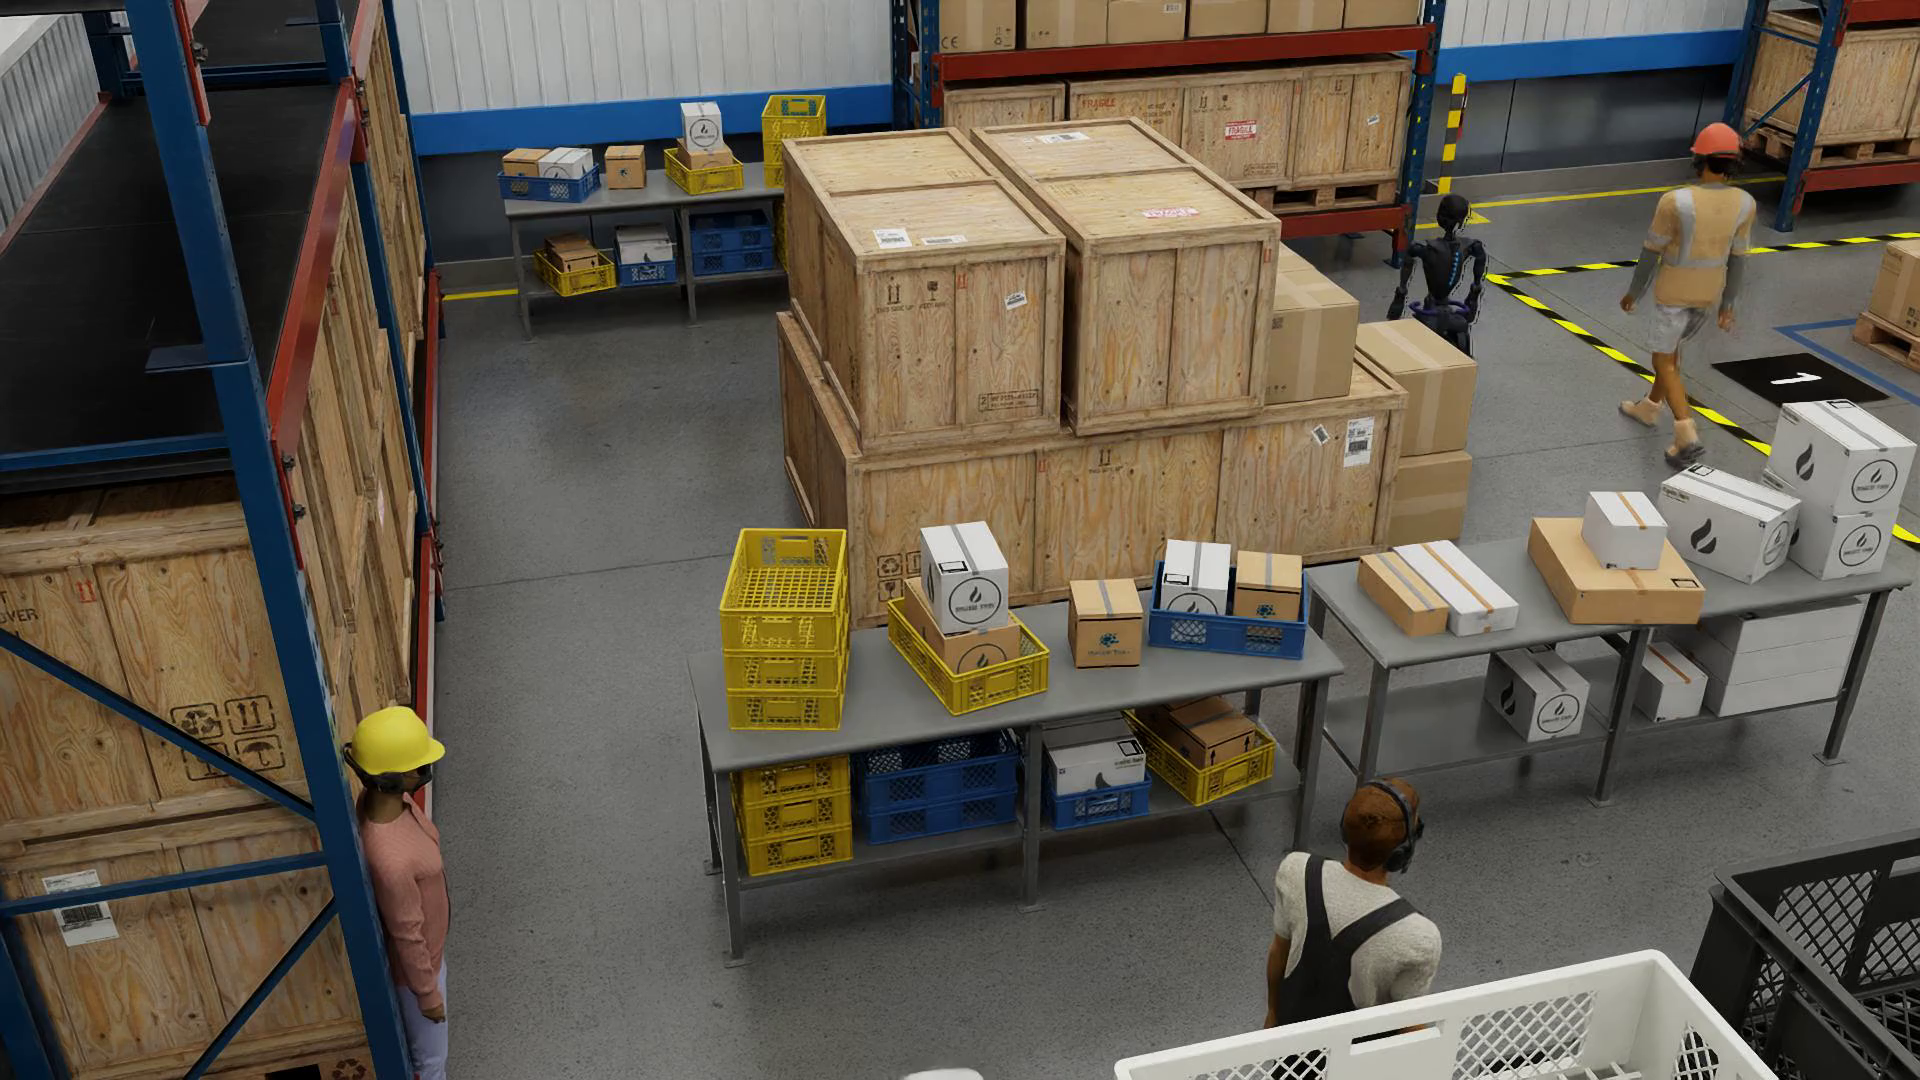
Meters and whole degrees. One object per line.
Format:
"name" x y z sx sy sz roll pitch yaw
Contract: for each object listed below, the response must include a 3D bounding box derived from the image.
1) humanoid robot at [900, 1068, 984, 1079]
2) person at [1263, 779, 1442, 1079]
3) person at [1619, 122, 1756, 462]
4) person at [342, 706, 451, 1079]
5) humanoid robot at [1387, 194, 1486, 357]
"humanoid robot" -0.312 2.024 3.945 1.013 1.729 0.531 -10 30 -17
"person" 1.100 1.467 4.836 0.506 1.836 0.332 23 36 35
"person" 4.411 -1.476 10.004 0.609 2.006 0.935 -6 29 -11
"person" -1.693 1.281 5.249 0.337 1.761 0.522 -10 30 -17
"humanoid robot" 2.814 -1.245 9.916 0.593 1.651 0.417 -6 29 -11
